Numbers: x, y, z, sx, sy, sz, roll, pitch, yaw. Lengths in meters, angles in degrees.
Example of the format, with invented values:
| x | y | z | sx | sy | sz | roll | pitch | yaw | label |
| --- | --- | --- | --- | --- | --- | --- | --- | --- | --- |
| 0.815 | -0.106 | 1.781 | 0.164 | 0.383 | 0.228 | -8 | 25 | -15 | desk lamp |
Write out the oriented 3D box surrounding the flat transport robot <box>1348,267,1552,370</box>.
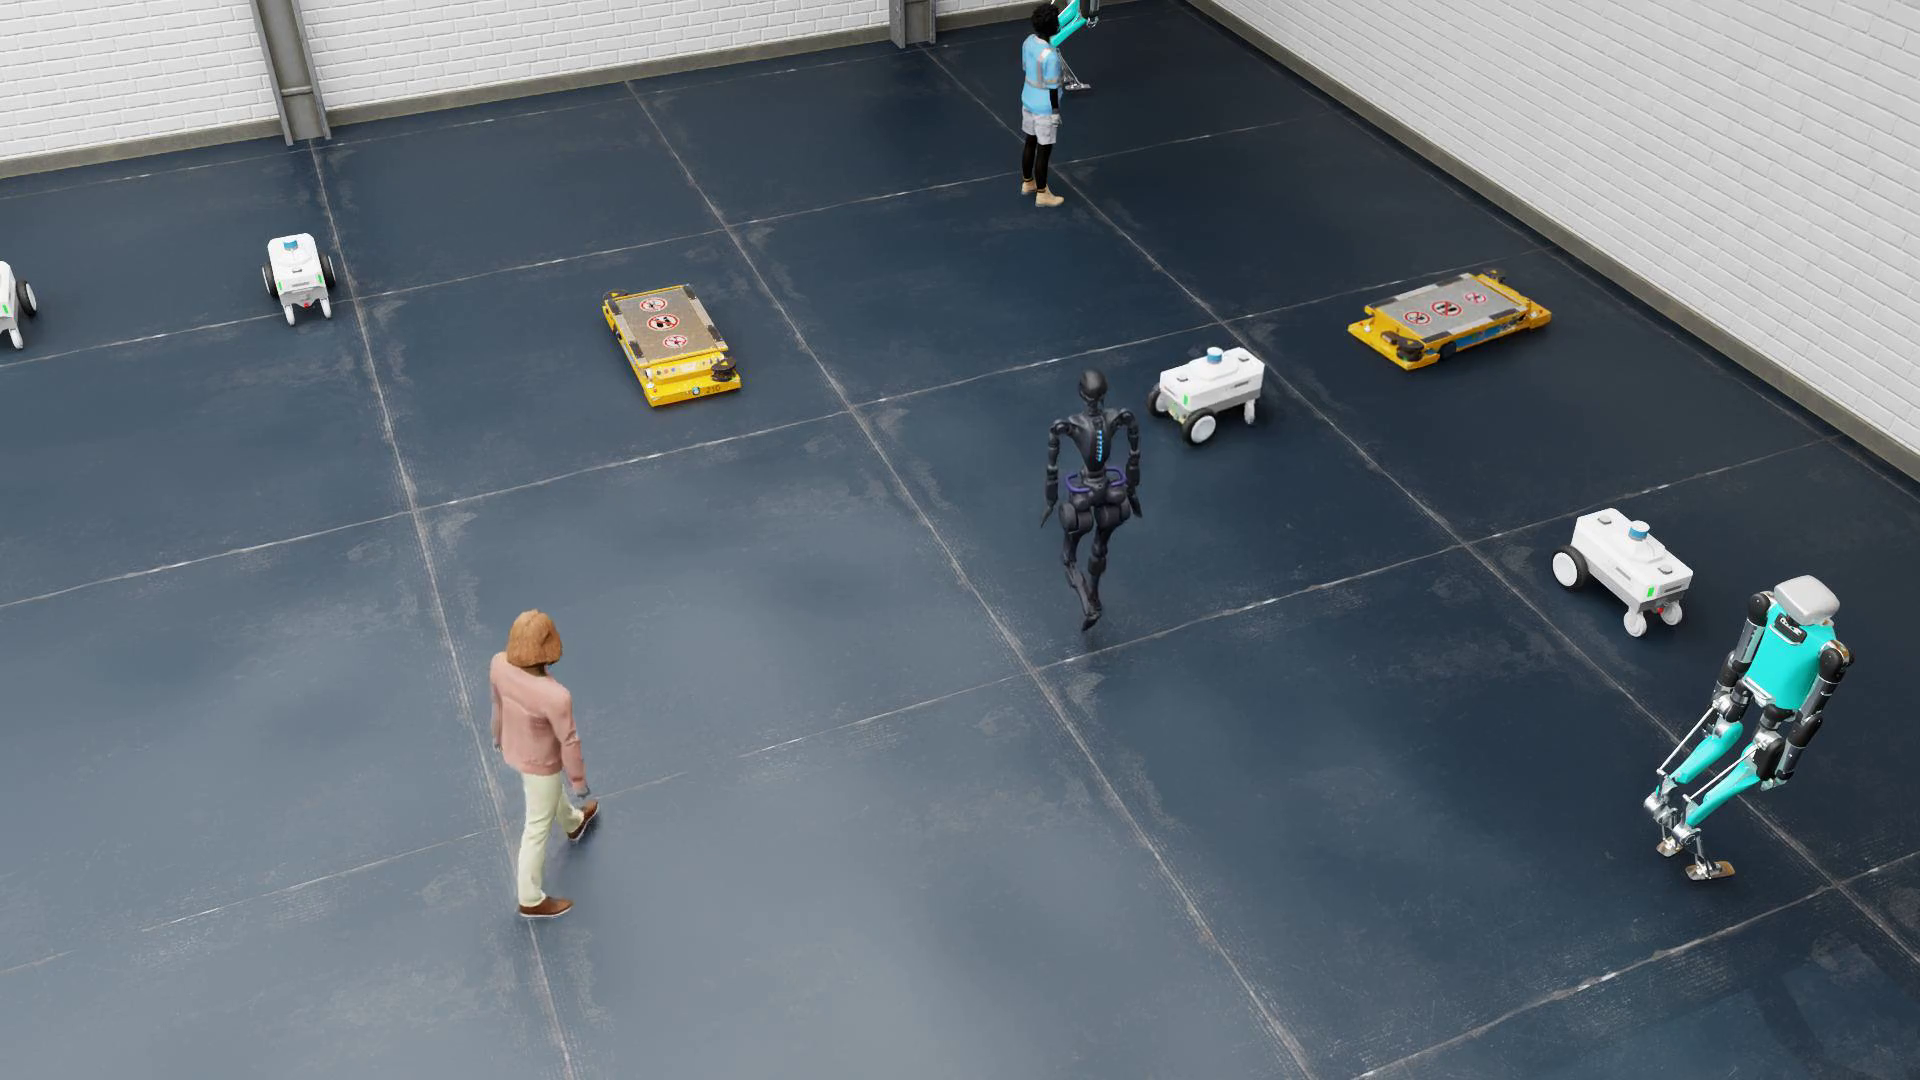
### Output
| x | y | z | sx | sy | sz | roll | pitch | yaw | label |
| --- | --- | --- | --- | --- | --- | --- | --- | --- | --- |
| 3.673 | -1.662 | 12.436 | 1.431 | 0.231 | 0.659 | -19 | 42 | -23 | flat transport robot |

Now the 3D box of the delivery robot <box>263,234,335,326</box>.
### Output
| x | y | z | sx | sy | sz | roll | pitch | yaw | label |
| --- | --- | --- | --- | --- | --- | --- | --- | --- | --- |
| -5.043 | -2.040 | 12.671 | 0.499 | 0.566 | 0.739 | -15 | 40 | -18 | delivery robot |

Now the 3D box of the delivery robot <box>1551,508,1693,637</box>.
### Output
| x | y | z | sx | sy | sz | roll | pitch | yaw | label |
| --- | --- | --- | --- | --- | --- | --- | --- | --- | --- |
| 3.950 | 0.142 | 9.831 | 0.499 | 0.566 | 0.739 | -15 | 40 | -18 | delivery robot |

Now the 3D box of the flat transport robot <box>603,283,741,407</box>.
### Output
| x | y | z | sx | sy | sz | roll | pitch | yaw | label |
| --- | --- | --- | --- | --- | --- | --- | --- | --- | --- |
| -2.132 | -1.463 | 12.179 | 0.659 | 0.231 | 1.431 | -15 | 40 | -18 | flat transport robot |

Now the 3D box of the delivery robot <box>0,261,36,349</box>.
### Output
| x | y | z | sx | sy | sz | roll | pitch | yaw | label |
| --- | --- | --- | --- | --- | --- | --- | --- | --- | --- |
| -7.190 | -1.765 | 12.312 | 0.499 | 0.566 | 0.739 | -15 | 40 | -18 | delivery robot |

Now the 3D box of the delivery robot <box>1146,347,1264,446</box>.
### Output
| x | y | z | sx | sy | sz | roll | pitch | yaw | label |
| --- | --- | --- | --- | --- | --- | --- | --- | --- | --- |
| 1.691 | -1.015 | 11.374 | 0.784 | 0.613 | 0.519 | -19 | 42 | -23 | delivery robot |

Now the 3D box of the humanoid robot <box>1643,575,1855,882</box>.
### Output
| x | y | z | sx | sy | sz | roll | pitch | yaw | label |
| --- | --- | --- | --- | --- | --- | --- | --- | --- | --- |
| 3.545 | 0.938 | 7.738 | 0.735 | 1.677 | 0.533 | -15 | 40 | -18 | humanoid robot |

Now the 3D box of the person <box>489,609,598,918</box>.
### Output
| x | y | z | sx | sy | sz | roll | pitch | yaw | label |
| --- | --- | --- | --- | --- | --- | --- | --- | --- | --- |
| -1.964 | 1.008 | 7.870 | 0.586 | 1.588 | 0.798 | 24 | 44 | 28 | person |

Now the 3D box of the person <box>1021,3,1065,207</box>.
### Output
| x | y | z | sx | sy | sz | roll | pitch | yaw | label |
| --- | --- | --- | --- | --- | --- | --- | --- | --- | --- |
| 0.690 | -3.605 | 13.793 | 0.317 | 1.696 | 0.537 | -15 | 40 | -18 | person |

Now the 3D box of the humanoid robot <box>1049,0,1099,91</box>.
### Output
| x | y | z | sx | sy | sz | roll | pitch | yaw | label |
| --- | --- | --- | --- | --- | --- | --- | --- | --- | --- |
| 0.989 | -5.023 | 15.498 | 0.735 | 1.677 | 0.533 | -15 | 40 | -18 | humanoid robot |

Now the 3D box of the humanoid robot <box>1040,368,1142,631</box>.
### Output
| x | y | z | sx | sy | sz | roll | pitch | yaw | label |
| --- | --- | --- | --- | --- | --- | --- | --- | --- | --- |
| 0.776 | -0.202 | 9.381 | 0.600 | 1.636 | 0.494 | -9 | 39 | -12 | humanoid robot |
